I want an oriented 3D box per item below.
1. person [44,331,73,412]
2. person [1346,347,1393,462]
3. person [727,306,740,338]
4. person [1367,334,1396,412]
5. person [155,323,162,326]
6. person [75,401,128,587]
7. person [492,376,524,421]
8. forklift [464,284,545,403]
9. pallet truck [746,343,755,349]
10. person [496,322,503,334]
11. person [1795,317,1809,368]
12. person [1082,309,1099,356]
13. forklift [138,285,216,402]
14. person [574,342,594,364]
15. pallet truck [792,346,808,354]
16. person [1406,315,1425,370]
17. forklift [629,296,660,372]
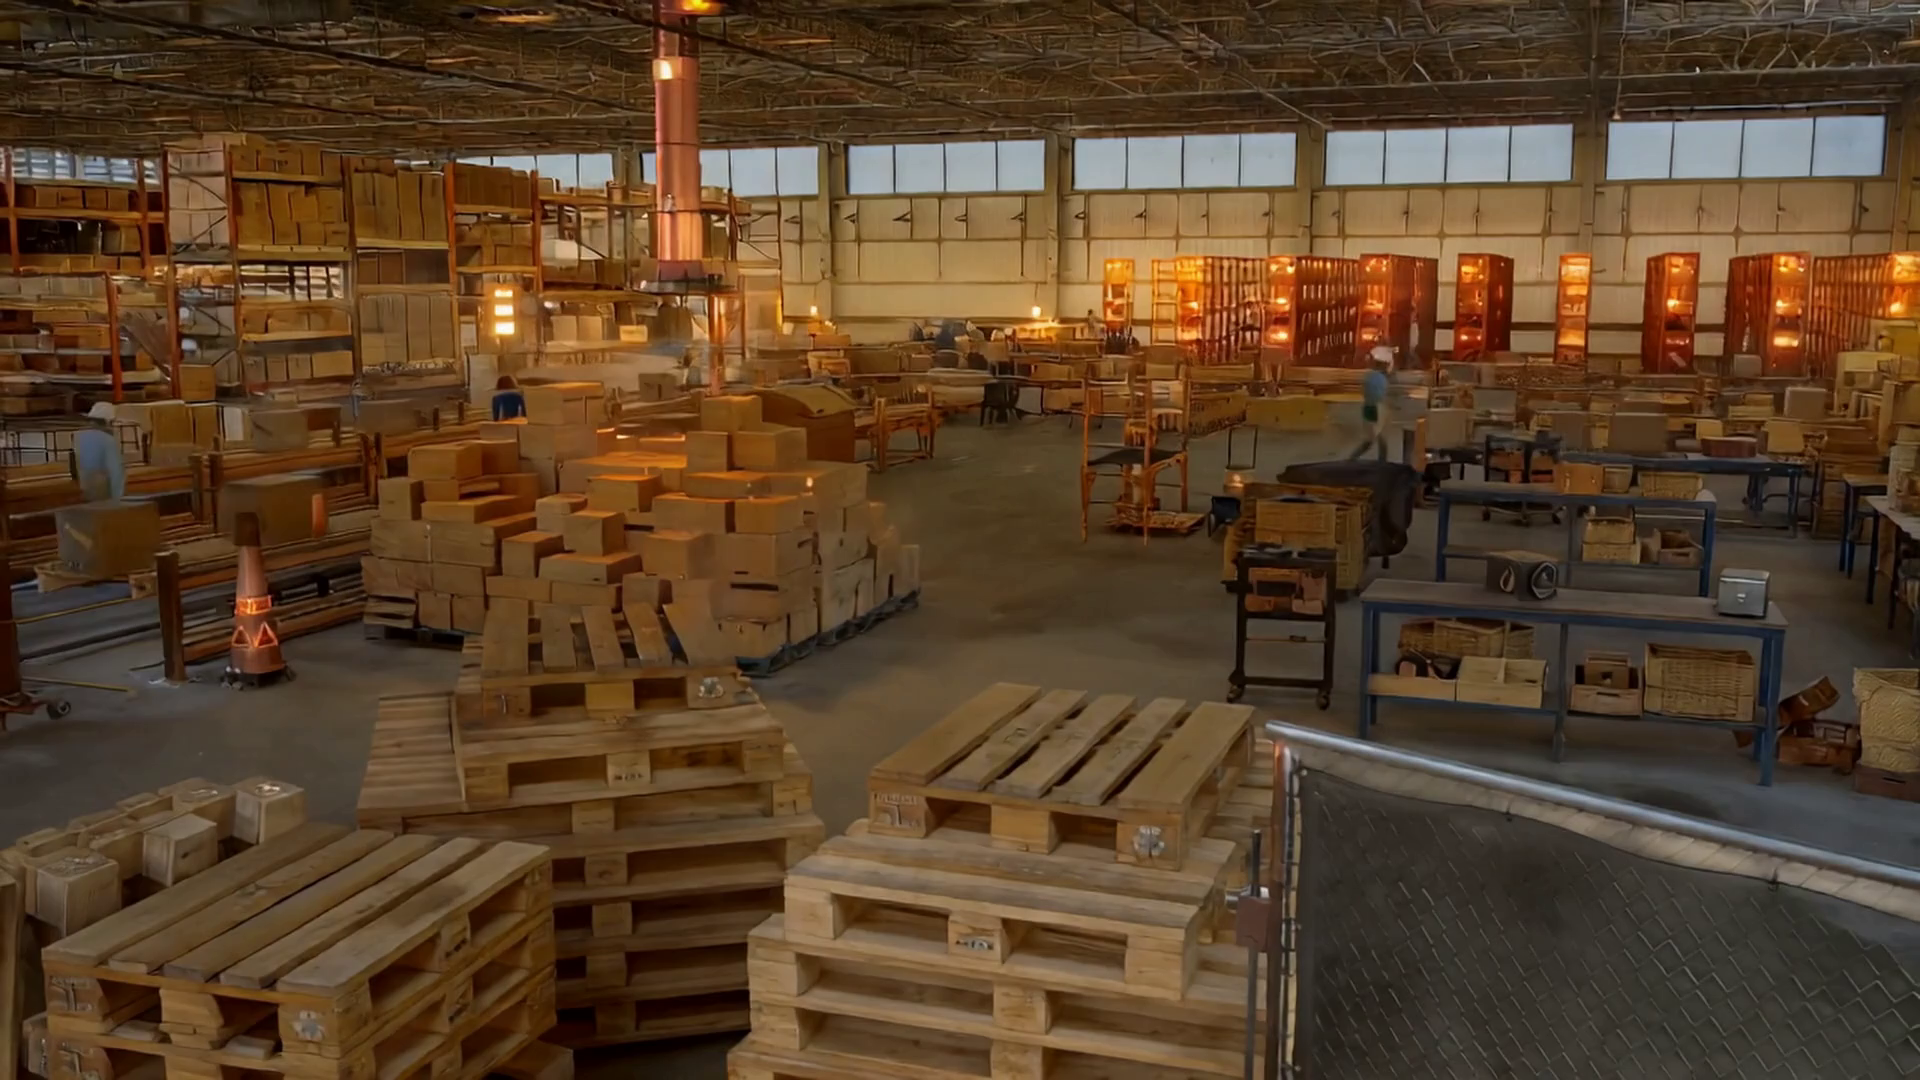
[{"bbox_3d":[-19.377,-3.562,35.542,0.913,1.909,0.554,3,9,16],"label":"person"},{"bbox_3d":[5.885,-1.763,23.853,0.791,2.023,0.612,-4,10,-23],"label":"person"},{"bbox_3d":[-8.082,-7.334,59.049,0.651,1.942,0.995,3,10,20],"label":"person"},{"bbox_3d":[9.412,-3.717,37.065,0.690,1.719,0.351,0,9,-1],"label":"person"},{"bbox_3d":[-20.748,-4.707,43.066,0.603,1.802,0.878,4,10,22],"label":"person"},{"bbox_3d":[-8.323,-0.463,16.359,0.614,1.796,0.868,4,10,24],"label":"person"},{"bbox_3d":[-6.352,-1.495,23.417,0.286,1.625,0.497,7,11,37],"label":"person"},{"bbox_3d":[-10.832,-4.702,39.610,1.129,2.768,1.873,3,10,20],"label":"forklift"},{"bbox_3d":[-6.183,-4.618,44.264,1.601,1.201,0.680,-9,12,-43],"label":"pallet truck"},{"bbox_3d":[-12.802,-5.144,45.966,0.530,1.741,0.746,3,9,17],"label":"person"},{"bbox_3d":[24.366,-5.560,48.248,0.375,1.840,0.570,3,10,20],"label":"person"},{"bbox_3d":[4.279,-6.576,54.360,0.618,1.926,0.819,-3,10,-19],"label":"person"},{"bbox_3d":[-17.480,-4.200,36.461,1.873,2.768,1.129,3,10,19],"label":"forklift"},{"bbox_3d":[-9.582,-4.546,42.351,0.541,1.680,0.628,-1,9,-4],"label":"person"},{"bbox_3d":[-3.705,-4.298,42.022,0.653,1.274,1.630,3,10,20],"label":"pallet truck"},{"bbox_3d":[14.204,-6.137,51.972,0.619,1.811,0.598,4,10,25],"label":"person"},{"bbox_3d":[-9.370,-6.282,49.532,1.129,2.768,1.873,3,10,20],"label":"forklift"}]
